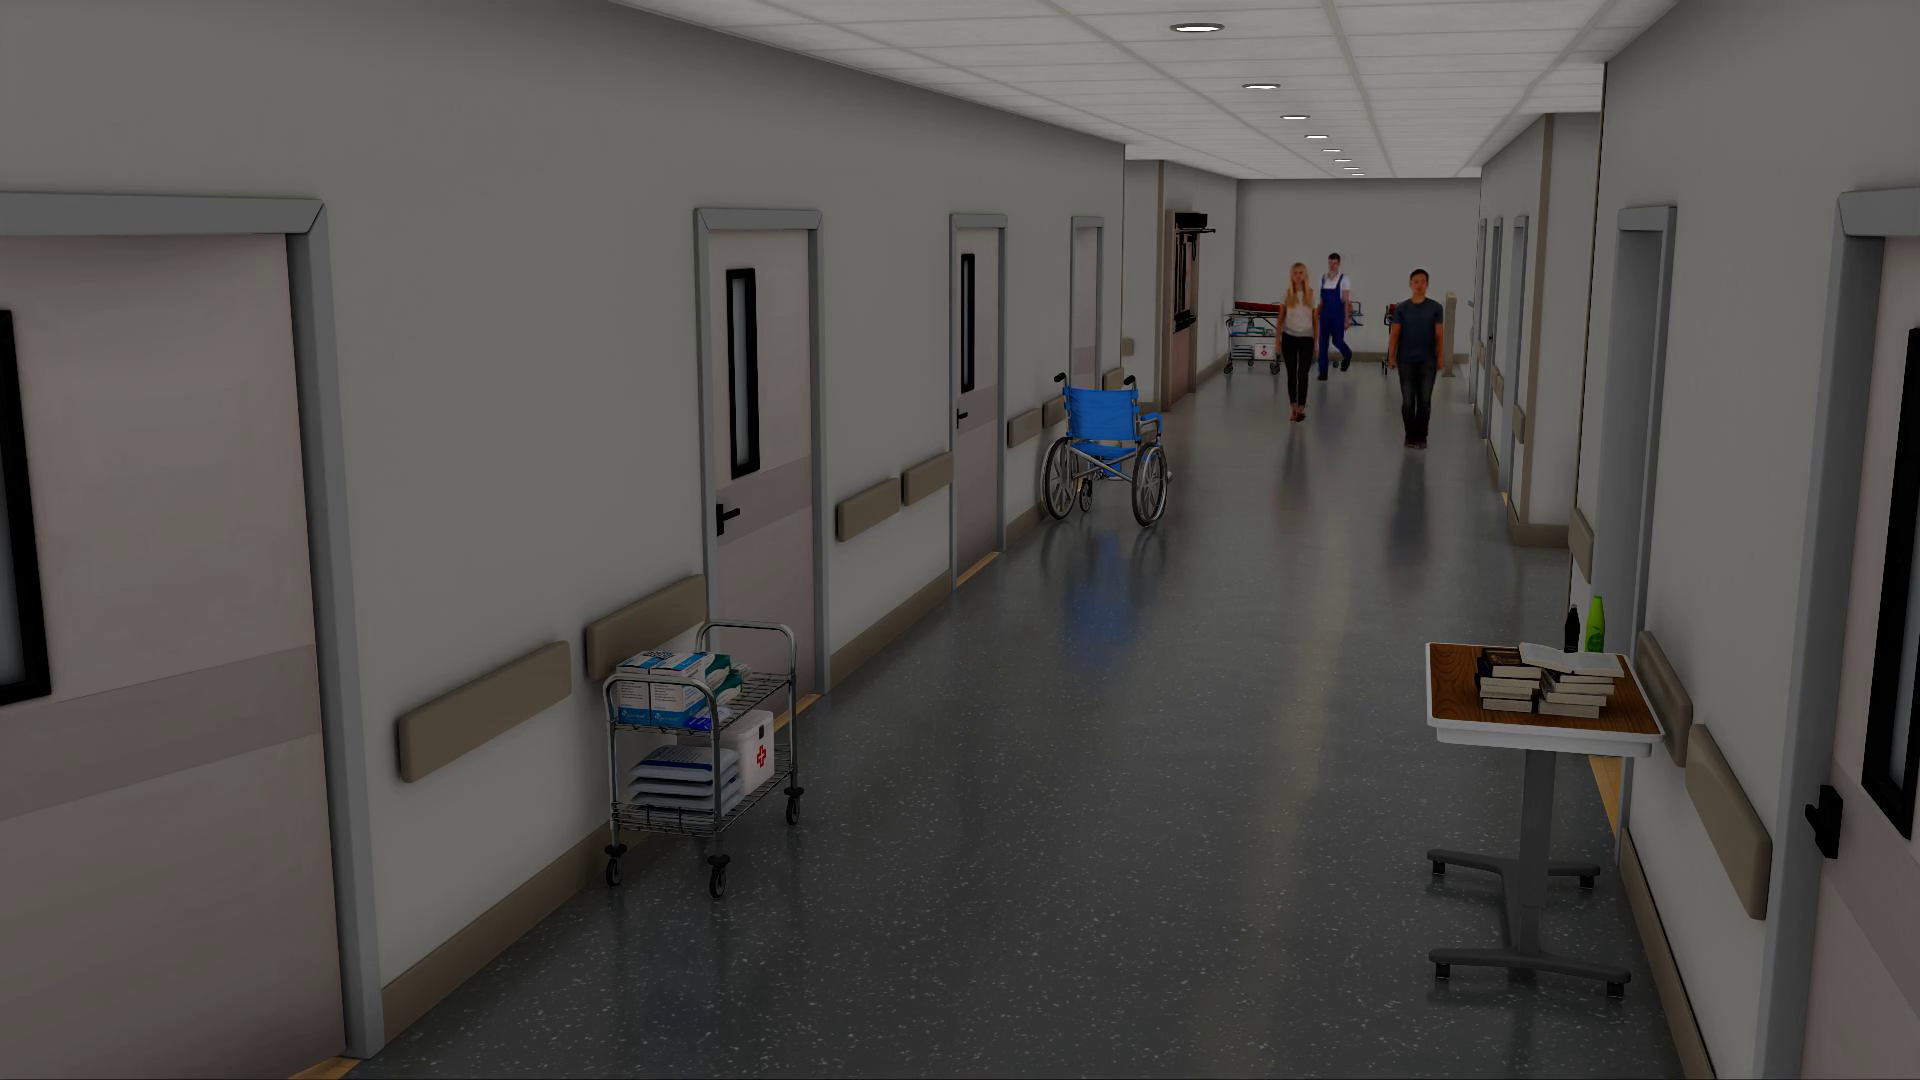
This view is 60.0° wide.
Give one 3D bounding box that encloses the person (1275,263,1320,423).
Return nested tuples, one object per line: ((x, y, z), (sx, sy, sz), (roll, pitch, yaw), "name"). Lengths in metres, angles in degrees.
((3.840, -2.224, 18.932), (0.643, 1.792, 1.083), (2, 11, 12), "person")

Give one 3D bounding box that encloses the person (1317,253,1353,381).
((5.438, -3.221, 24.112), (0.876, 1.821, 1.168), (7, 13, 34), "person")

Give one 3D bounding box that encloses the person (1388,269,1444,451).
((4.578, -1.795, 16.688), (0.684, 1.787, 0.976), (3, 11, 16), "person")
